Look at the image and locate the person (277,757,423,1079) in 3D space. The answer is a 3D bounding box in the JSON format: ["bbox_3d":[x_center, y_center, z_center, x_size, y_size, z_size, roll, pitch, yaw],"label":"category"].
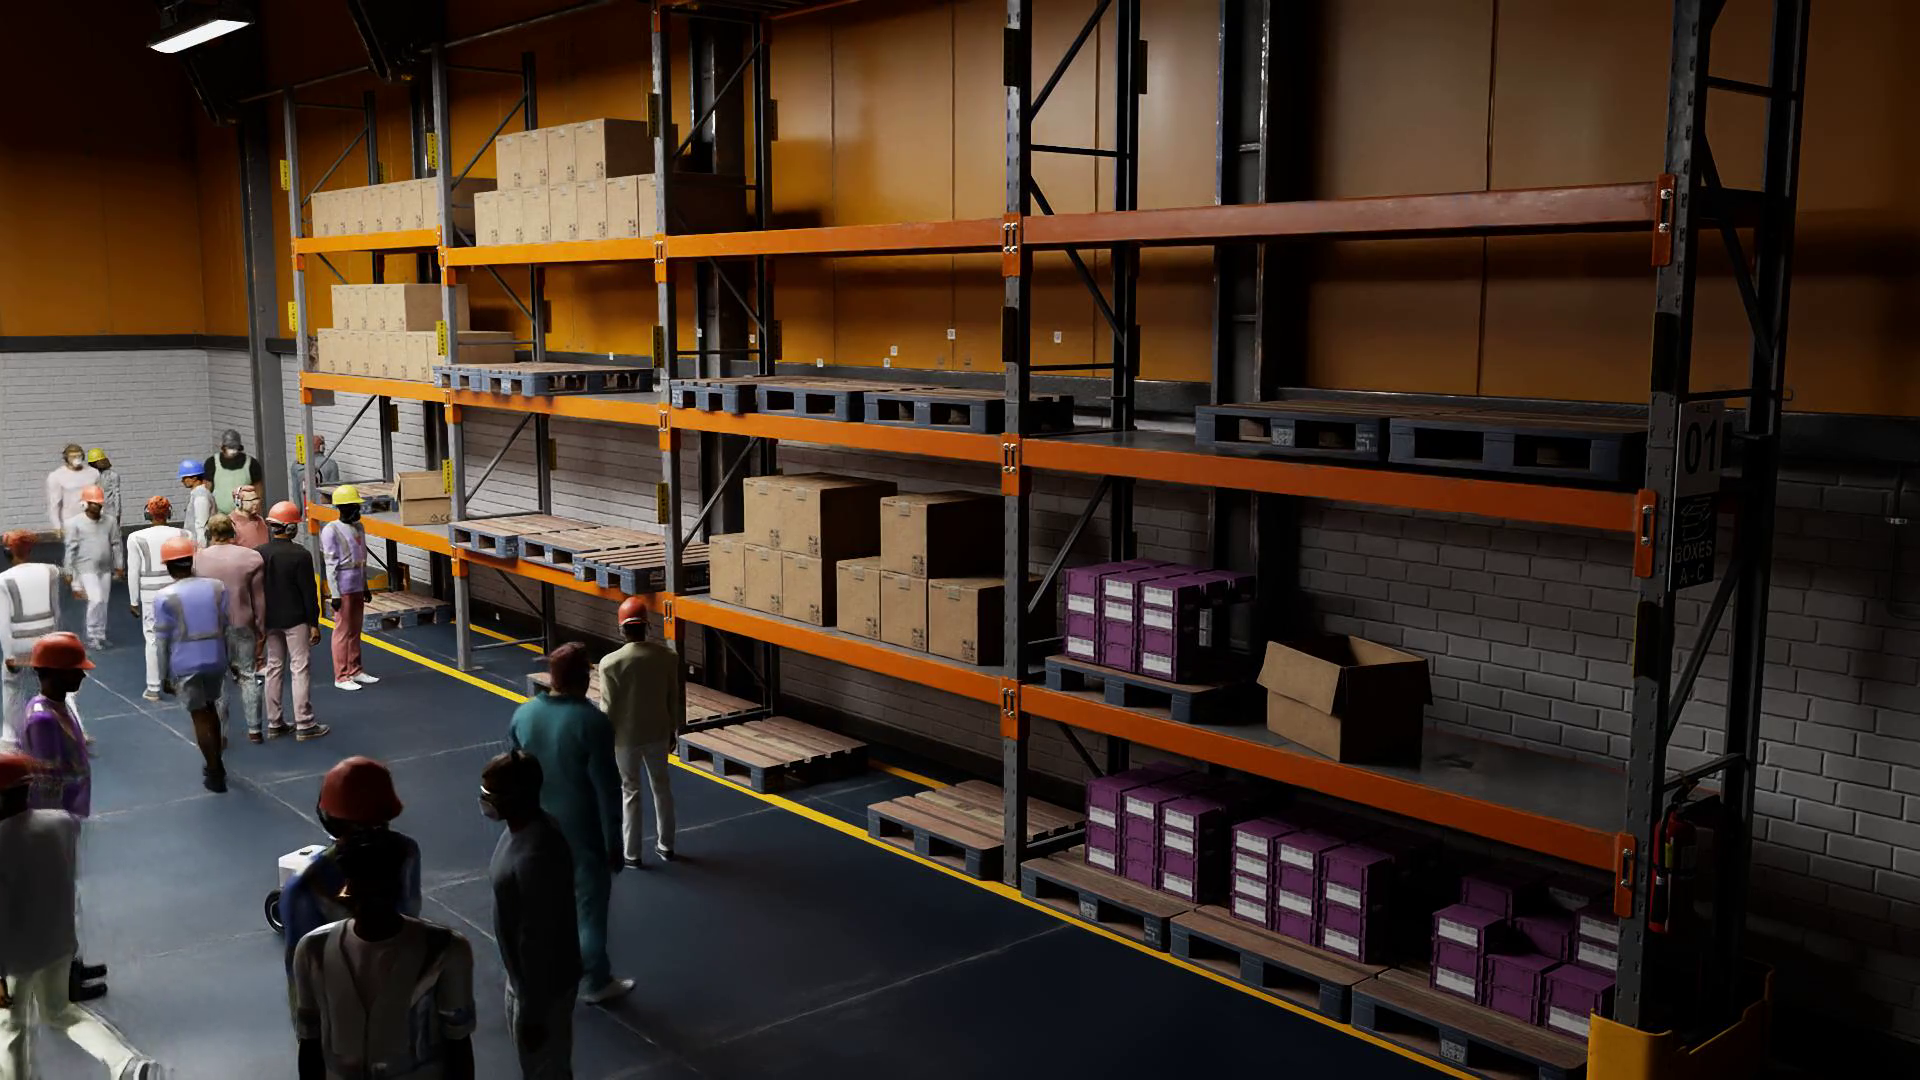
[{"bbox_3d":[-2.197,1.771,6.137,0.487,2.022,0.611,4,9,26],"label":"person"}]

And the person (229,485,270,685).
[{"bbox_3d":[-6.771,0.421,15.887,0.409,1.908,0.647,1,8,8],"label":"person"}]

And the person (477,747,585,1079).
[{"bbox_3d":[-1.674,1.755,6.551,0.375,1.931,0.626,-3,9,-21],"label":"person"}]

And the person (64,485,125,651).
[{"bbox_3d":[-9.014,0.291,17.372,0.479,1.733,0.597,4,9,26],"label":"person"}]

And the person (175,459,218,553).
[{"bbox_3d":[-8.283,0.083,18.147,0.421,1.935,0.612,-4,9,-26],"label":"person"}]

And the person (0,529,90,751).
[{"bbox_3d":[-7.413,0.825,13.321,0.951,1.846,0.576,5,9,30],"label":"person"}]

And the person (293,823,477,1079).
[{"bbox_3d":[-1.902,1.886,5.526,0.599,1.959,0.368,0,8,1],"label":"person"}]

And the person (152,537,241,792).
[{"bbox_3d":[-5.732,0.924,12.422,0.712,1.896,0.589,7,10,39],"label":"person"}]

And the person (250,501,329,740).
[{"bbox_3d":[-5.588,0.670,13.847,0.623,1.992,0.392,2,9,17],"label":"person"}]

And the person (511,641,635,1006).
[{"bbox_3d":[-2.000,1.469,8.638,0.655,1.915,0.400,5,9,29],"label":"person"}]

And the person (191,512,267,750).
[{"bbox_3d":[-5.983,0.737,13.582,0.635,1.936,0.353,-6,10,-35],"label":"person"}]

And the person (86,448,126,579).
[{"bbox_3d":[-11.242,-0.343,21.814,0.490,1.729,0.323,1,8,8],"label":"person"}]

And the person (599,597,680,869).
[{"bbox_3d":[-2.080,1.238,10.741,0.563,1.748,0.340,-6,10,-37],"label":"person"}]

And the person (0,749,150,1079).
[{"bbox_3d":[-3.998,1.753,7.248,0.682,1.727,0.577,1,8,10],"label":"person"}]

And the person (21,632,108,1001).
[{"bbox_3d":[-4.695,1.435,8.739,0.377,1.932,0.552,-4,9,-25],"label":"person"}]

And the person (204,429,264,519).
[{"bbox_3d":[-9.286,-0.425,21.301,0.716,2.000,0.539,-3,9,-22],"label":"person"}]

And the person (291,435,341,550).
[{"bbox_3d":[-8.374,-0.425,21.763,0.649,1.906,0.401,1,8,6],"label":"person"}]

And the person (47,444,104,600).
[{"bbox_3d":[-10.656,-0.203,20.170,0.722,1.914,0.665,7,11,39],"label":"person"}]

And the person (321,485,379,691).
[{"bbox_3d":[-5.750,0.440,15.669,0.356,1.930,0.592,1,8,10],"label":"person"}]

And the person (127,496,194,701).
[{"bbox_3d":[-7.307,0.529,15.249,0.565,1.880,0.357,-7,11,-40],"label":"person"}]
